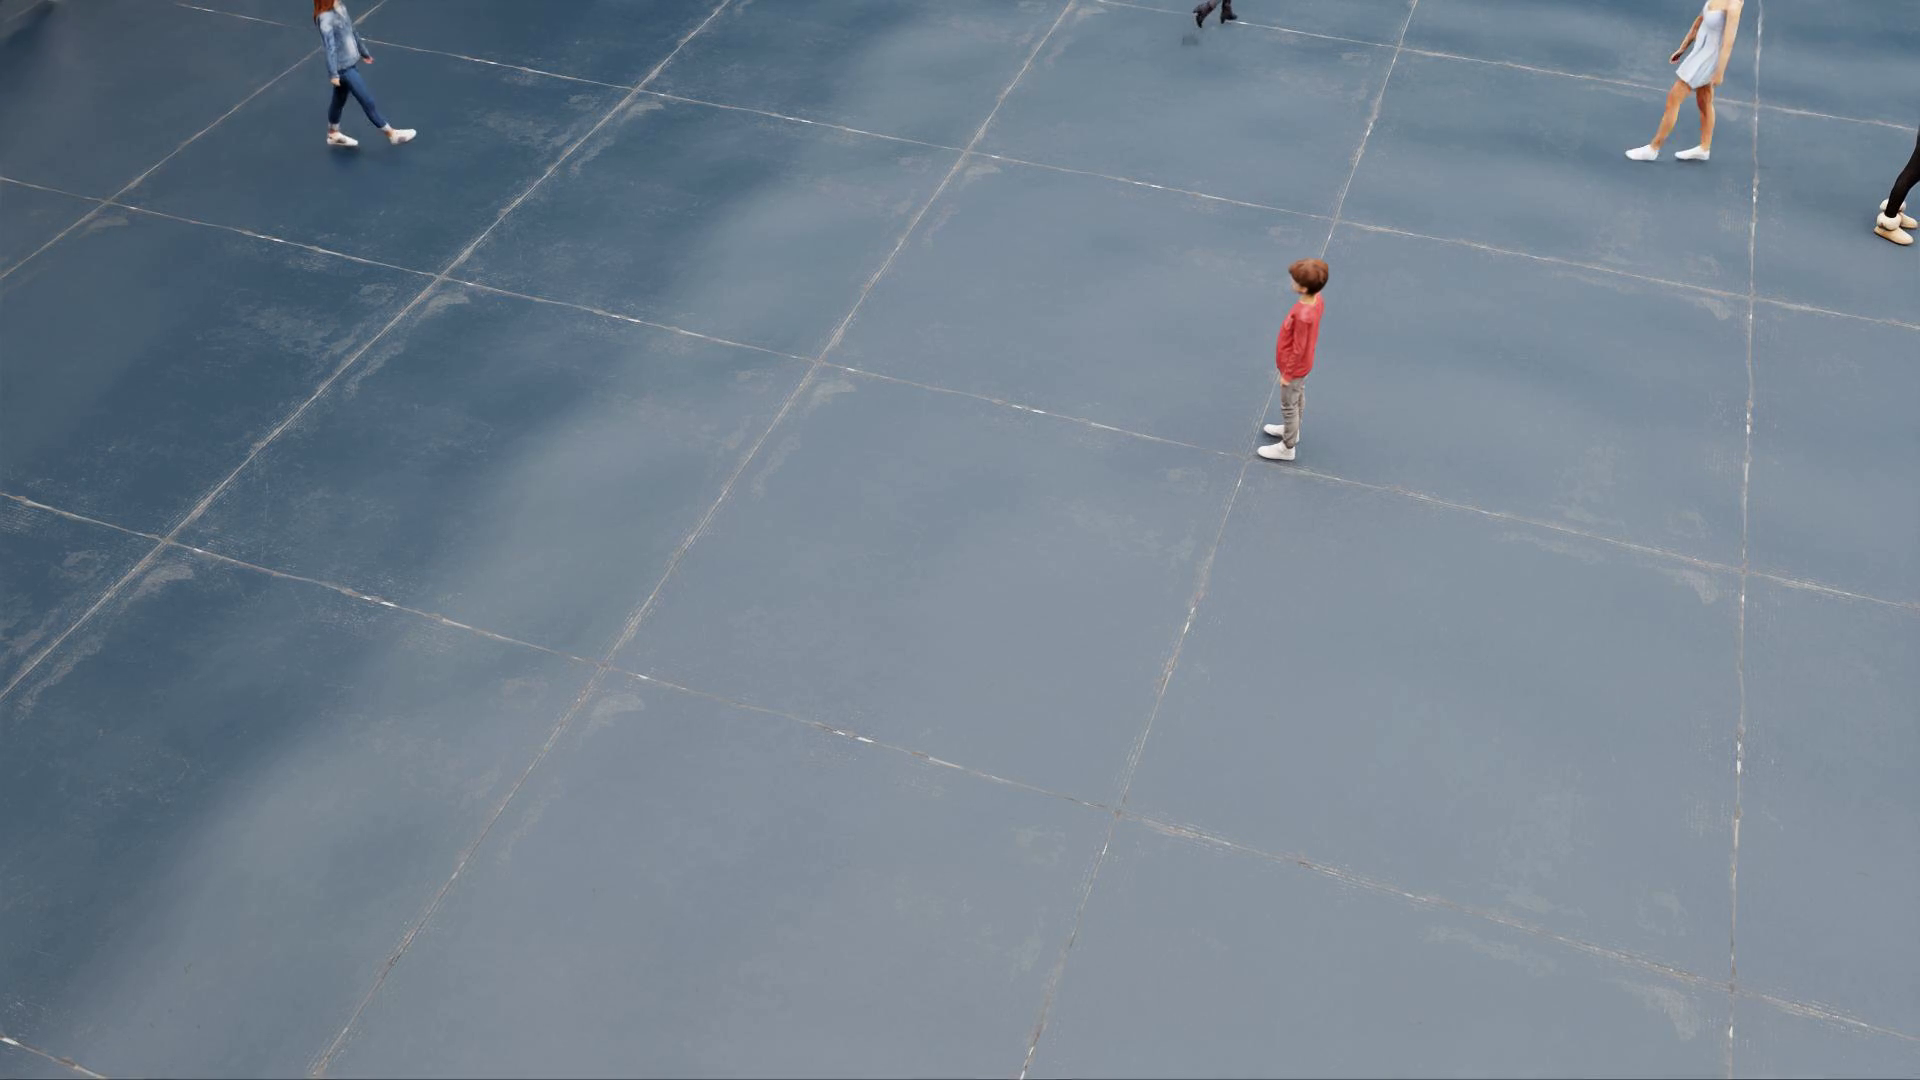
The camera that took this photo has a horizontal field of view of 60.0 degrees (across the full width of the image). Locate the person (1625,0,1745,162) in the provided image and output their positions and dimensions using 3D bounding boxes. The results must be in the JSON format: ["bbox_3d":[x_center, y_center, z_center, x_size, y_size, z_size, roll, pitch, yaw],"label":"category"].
[{"bbox_3d":[5.823,-3.671,12.755,0.963,1.703,0.711,5,43,5],"label":"person"}]

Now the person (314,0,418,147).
[{"bbox_3d":[-4.881,-3.704,12.974,1.048,1.453,0.853,-3,43,-4],"label":"person"}]

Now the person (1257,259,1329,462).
[{"bbox_3d":[2.080,-1.113,10.225,0.459,1.418,0.515,15,45,15],"label":"person"}]

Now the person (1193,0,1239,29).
[{"bbox_3d":[2.303,-5.173,14.463,0.909,1.569,0.923,-30,51,-28],"label":"person"}]
